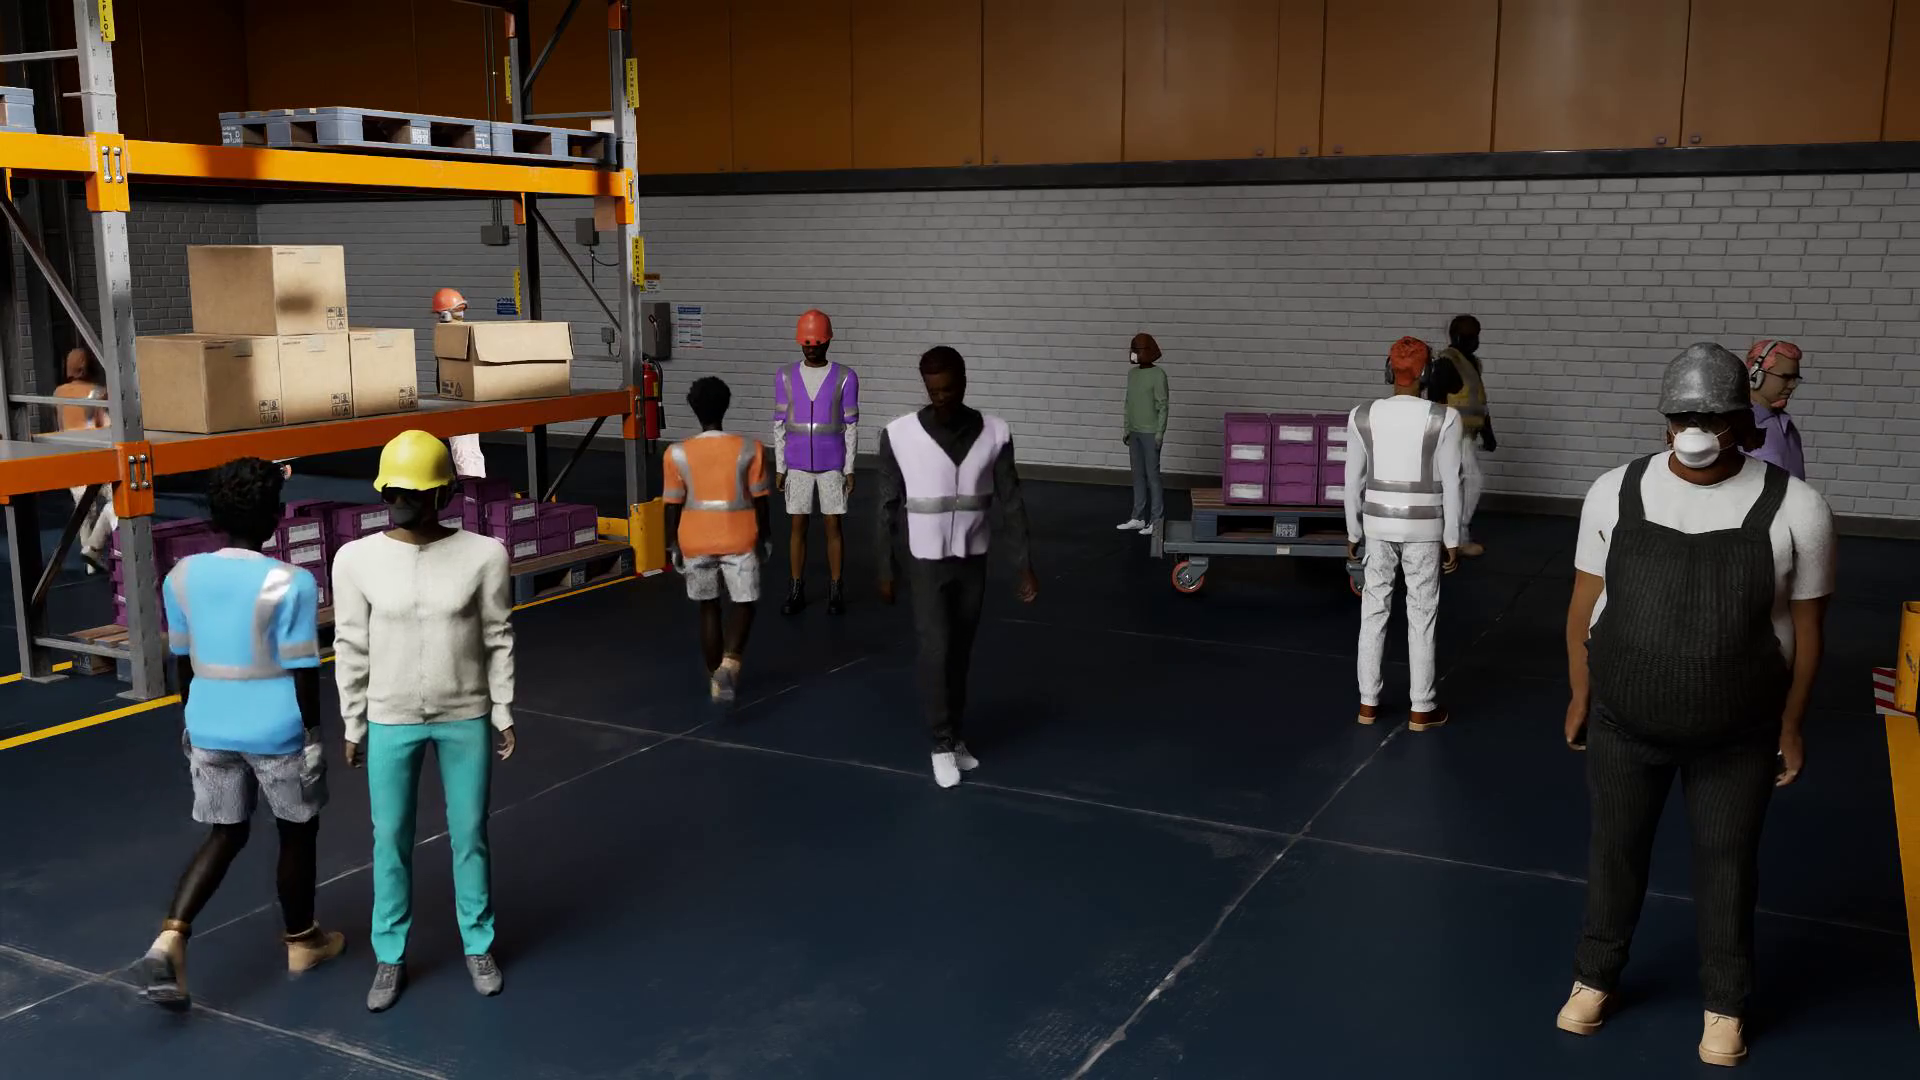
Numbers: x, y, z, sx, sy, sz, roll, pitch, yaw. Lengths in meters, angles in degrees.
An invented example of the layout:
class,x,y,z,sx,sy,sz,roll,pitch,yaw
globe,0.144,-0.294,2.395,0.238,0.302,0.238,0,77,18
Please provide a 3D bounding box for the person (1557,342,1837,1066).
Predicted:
class,x,y,z,sx,sy,sz,roll,pitch,yaw
person,2.046,0.461,4.708,0.688,2.000,0.538,6,11,31

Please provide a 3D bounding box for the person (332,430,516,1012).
class,x,y,z,sx,sy,sz,roll,pitch,yaw
person,-1.603,0.542,5.037,0.526,1.765,0.330,-3,10,-17

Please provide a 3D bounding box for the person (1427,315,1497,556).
class,x,y,z,sx,sy,sz,roll,pitch,yaw
person,3.817,-0.785,12.568,0.559,1.817,0.599,4,10,21

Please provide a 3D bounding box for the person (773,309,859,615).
class,x,y,z,sx,sy,sz,roll,pitch,yaw
person,-0.909,-0.480,10.475,0.542,1.931,0.366,1,10,4

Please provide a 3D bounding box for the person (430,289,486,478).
class,x,y,z,sx,sy,sz,roll,pitch,yaw
person,-4.144,-1.072,13.738,0.391,1.986,0.608,0,10,1

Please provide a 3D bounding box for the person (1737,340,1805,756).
class,x,y,z,sx,sy,sz,roll,pitch,yaw
person,3.535,0.062,7.424,0.636,1.903,0.406,-8,13,-39

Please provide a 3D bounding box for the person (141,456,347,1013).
class,x,y,z,sx,sy,sz,roll,pitch,yaw
person,-2.170,0.589,5.017,0.541,1.672,0.668,3,10,16

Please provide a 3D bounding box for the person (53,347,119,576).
class,x,y,z,sx,sy,sz,roll,pitch,yaw
person,-6.121,-0.541,11.699,0.527,1.626,0.376,2,10,14

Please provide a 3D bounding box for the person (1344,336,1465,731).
class,x,y,z,sx,sy,sz,roll,pitch,yaw
person,2.129,-0.028,7.981,0.572,1.887,0.356,6,12,32

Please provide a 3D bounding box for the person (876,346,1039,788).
class,x,y,z,sx,sy,sz,roll,pitch,yaw
person,-0.013,0.112,7.160,0.626,1.885,0.677,-4,11,-23

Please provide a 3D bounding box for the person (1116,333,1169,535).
class,x,y,z,sx,sy,sz,roll,pitch,yaw
person,1.498,-0.864,13.551,0.264,1.632,0.507,-6,11,-29

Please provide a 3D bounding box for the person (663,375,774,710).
class,x,y,z,sx,sy,sz,roll,pitch,yaw
person,-1.207,0.029,8.243,0.537,1.675,0.608,0,10,0
